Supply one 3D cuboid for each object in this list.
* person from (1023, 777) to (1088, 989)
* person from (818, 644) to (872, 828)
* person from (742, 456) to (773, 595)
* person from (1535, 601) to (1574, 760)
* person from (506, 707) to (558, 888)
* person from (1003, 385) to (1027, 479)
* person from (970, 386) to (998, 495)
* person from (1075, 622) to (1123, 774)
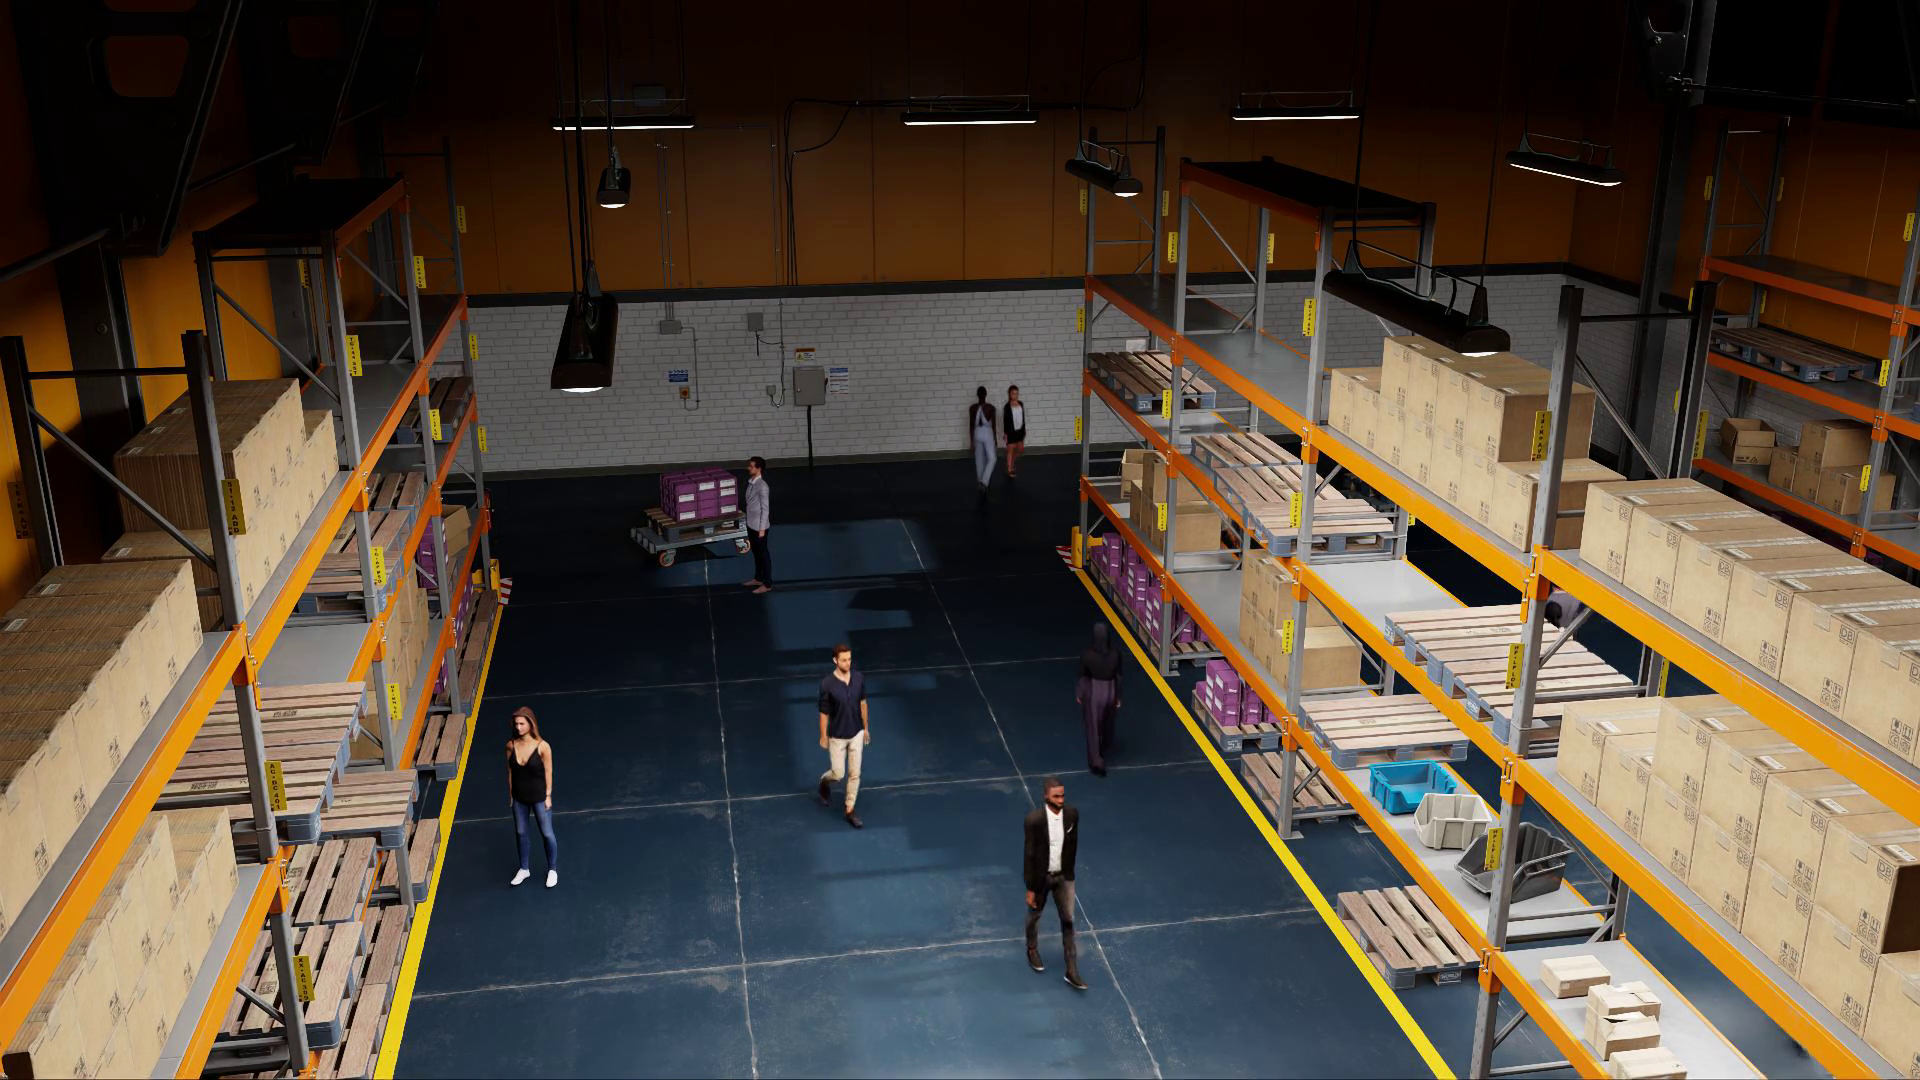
[{"bbox_3d":[0.673,2.721,13.575,0.800,1.775,1.024,-6,20,-18],"label":"person"},{"bbox_3d":[-1.145,1.848,16.057,0.821,1.845,0.972,-11,21,-29],"label":"person"},{"bbox_3d":[-2.694,-0.230,22.207,0.807,1.857,0.639,-10,21,-27],"label":"person"},{"bbox_3d":[6.132,1.510,17.270,0.695,1.711,0.809,1,19,3],"label":"person"},{"bbox_3d":[-3.852,2.289,14.938,0.645,1.723,0.620,2,19,7],"label":"person"},{"bbox_3d":[0.849,-1.812,27.391,0.666,1.548,0.719,-9,21,-25],"label":"person"},{"bbox_3d":[0.366,-1.526,26.199,0.782,1.767,0.961,4,19,10],"label":"person"},{"bbox_3d":[1.438,1.629,17.083,0.681,1.605,1.021,-2,19,-5],"label":"person"}]
